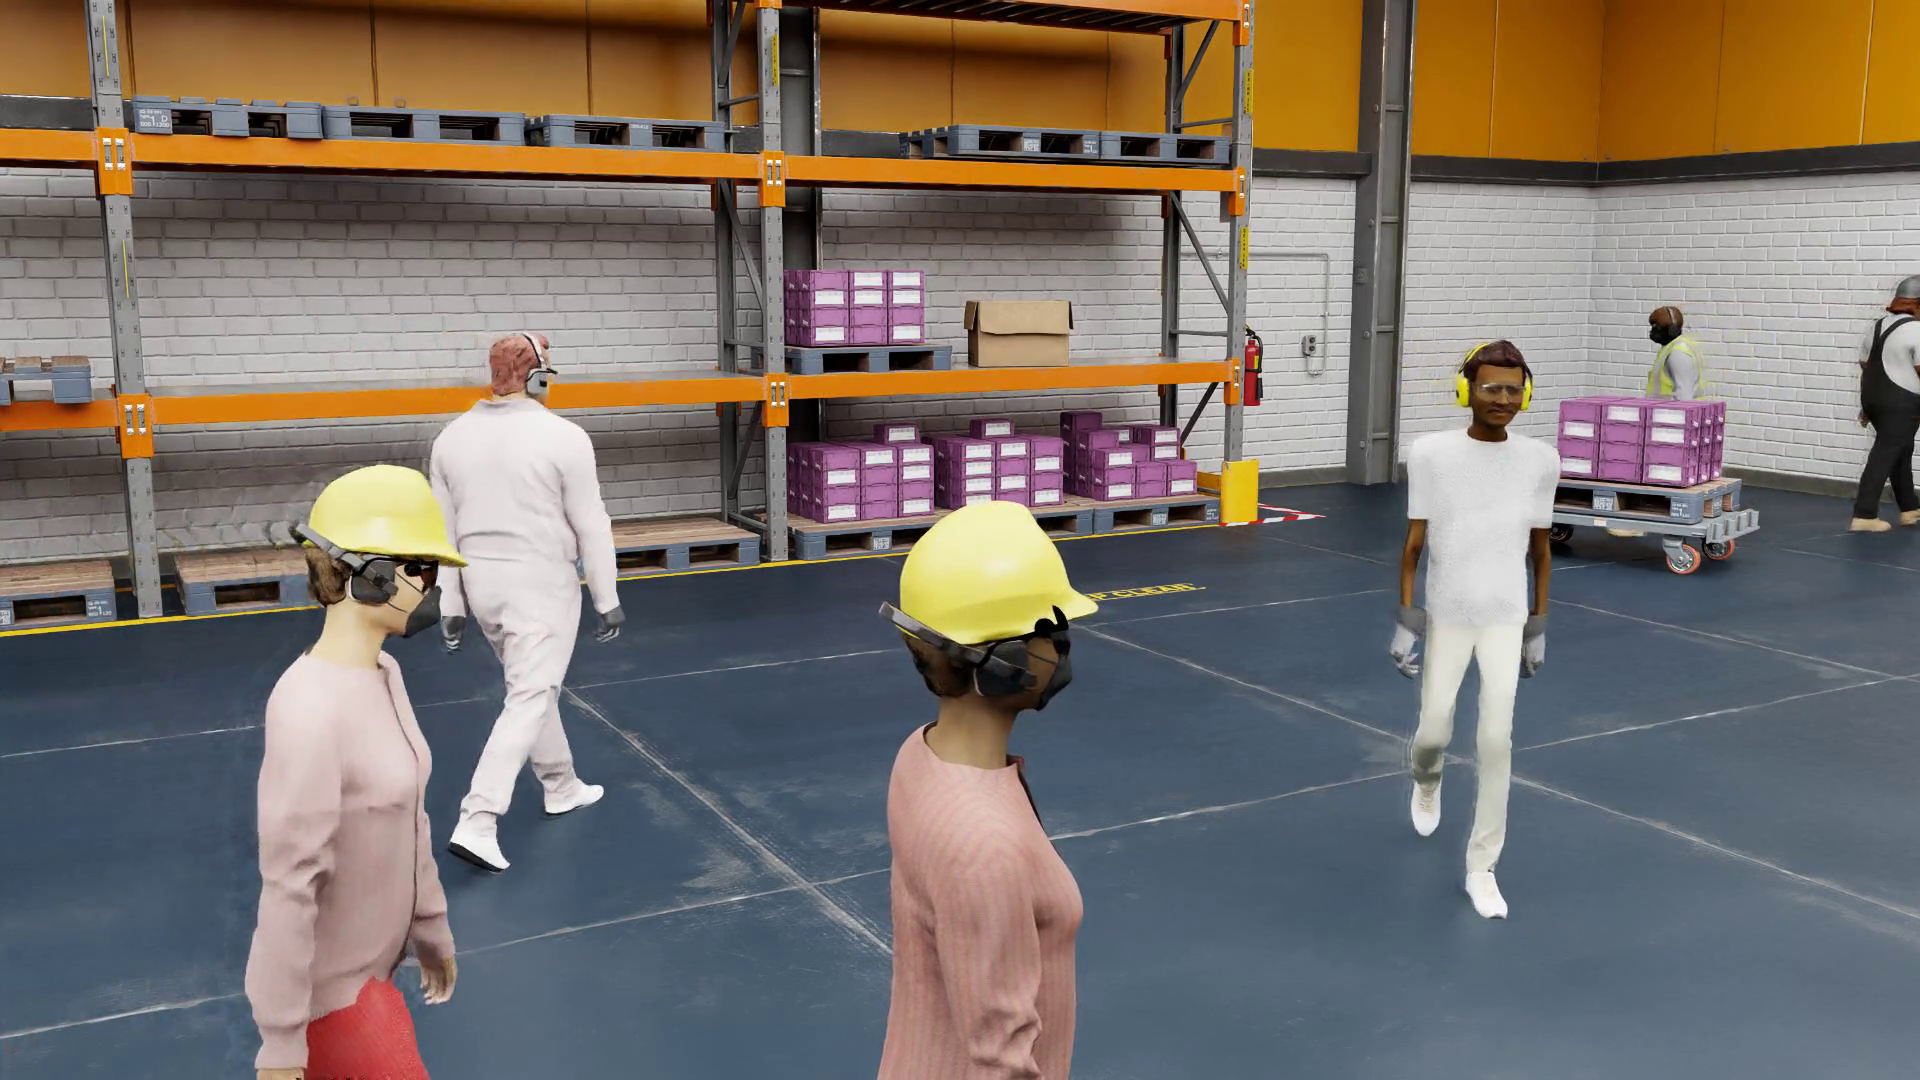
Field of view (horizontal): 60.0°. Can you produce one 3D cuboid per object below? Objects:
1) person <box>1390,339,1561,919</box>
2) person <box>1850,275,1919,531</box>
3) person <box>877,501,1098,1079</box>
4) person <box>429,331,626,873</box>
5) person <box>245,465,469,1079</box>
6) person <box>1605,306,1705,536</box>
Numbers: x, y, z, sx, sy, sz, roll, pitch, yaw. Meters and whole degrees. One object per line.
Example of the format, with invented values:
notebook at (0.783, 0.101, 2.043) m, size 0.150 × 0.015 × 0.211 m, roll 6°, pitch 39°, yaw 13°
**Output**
person at (1.693, 0.256, 5.537) m, size 0.526 × 1.841 × 0.738 m, roll 2°, pitch 9°, yaw 9°
person at (7.468, -1.080, 13.057) m, size 0.951 × 2.000 × 0.691 m, roll 0°, pitch 9°, yaw -1°
person at (0.034, 0.827, 2.265) m, size 0.302 × 1.772 × 0.530 m, roll -2°, pitch 9°, yaw -10°
person at (-1.560, 0.190, 5.891) m, size 0.641 × 1.856 × 1.002 m, roll 4°, pitch 10°, yaw 23°
person at (-0.953, 0.745, 2.841) m, size 0.731 × 1.728 × 0.549 m, roll -1°, pitch 9°, yaw -7°
person at (5.512, -0.889, 12.756) m, size 0.839 × 1.800 × 0.662 m, roll 4°, pitch 10°, yaw 22°
